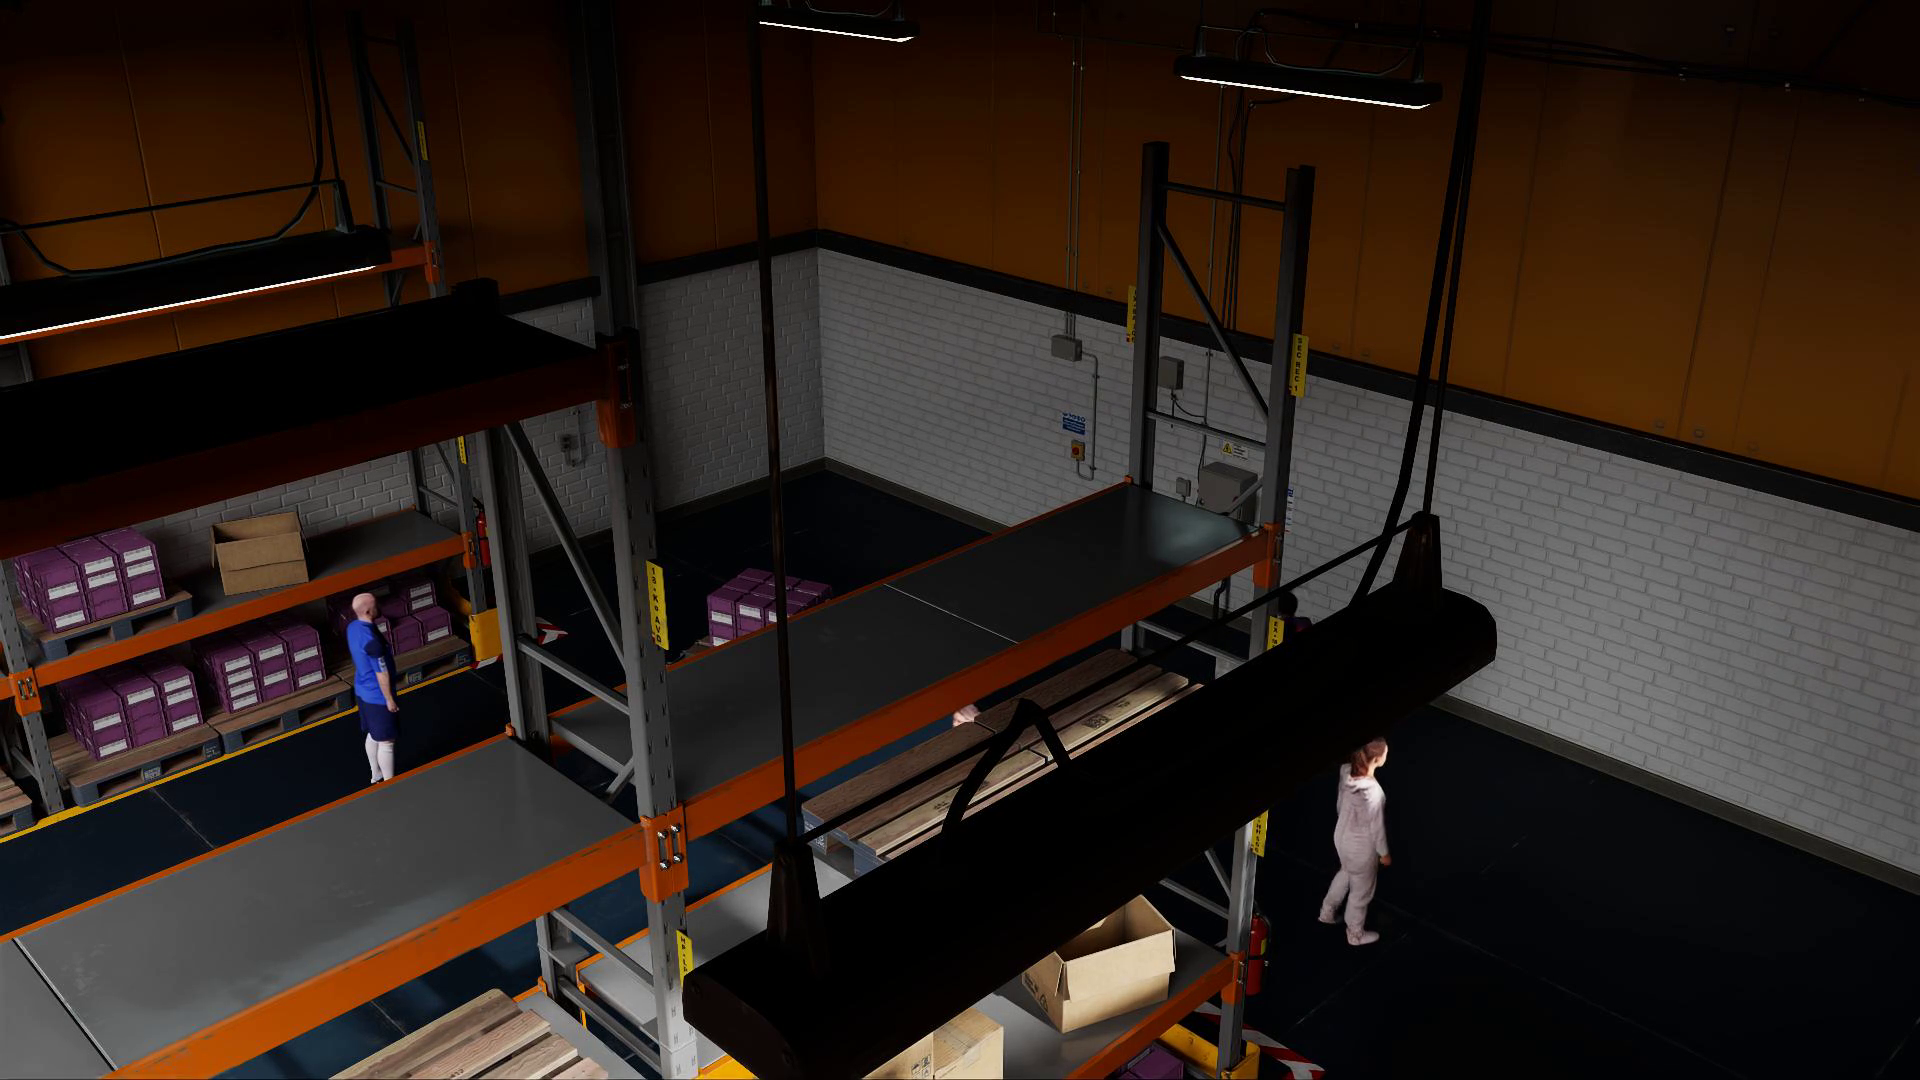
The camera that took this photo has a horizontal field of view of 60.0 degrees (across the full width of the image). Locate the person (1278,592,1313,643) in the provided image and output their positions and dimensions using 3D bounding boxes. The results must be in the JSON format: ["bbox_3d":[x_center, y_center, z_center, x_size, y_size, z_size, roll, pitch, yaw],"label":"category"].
[{"bbox_3d":[2.798,1.207,14.030,0.764,1.726,0.851,4,24,9],"label":"person"}]

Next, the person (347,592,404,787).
[{"bbox_3d":[-4.819,1.267,13.751,0.568,1.841,0.680,-19,30,-36],"label":"person"}]

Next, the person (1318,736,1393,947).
[{"bbox_3d":[2.798,2.160,11.903,0.796,1.683,0.765,-6,24,-13],"label":"person"}]
